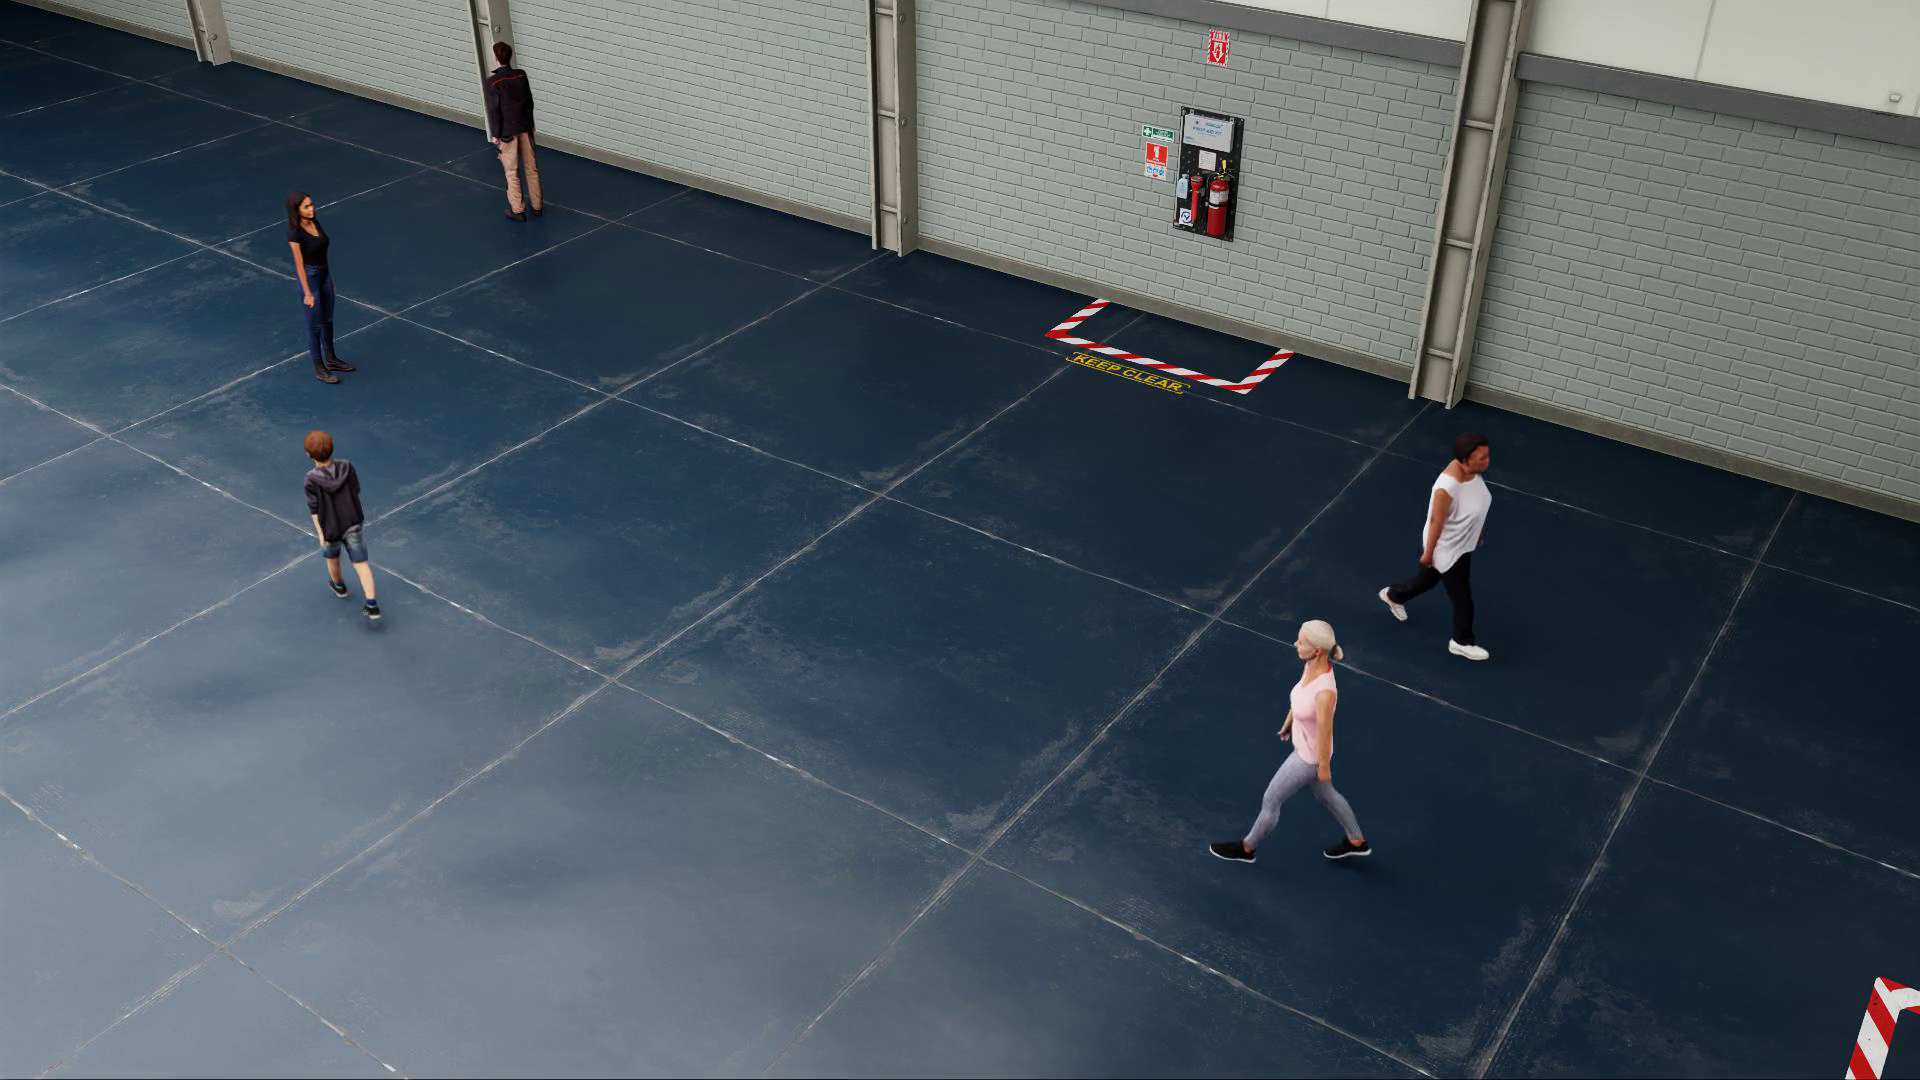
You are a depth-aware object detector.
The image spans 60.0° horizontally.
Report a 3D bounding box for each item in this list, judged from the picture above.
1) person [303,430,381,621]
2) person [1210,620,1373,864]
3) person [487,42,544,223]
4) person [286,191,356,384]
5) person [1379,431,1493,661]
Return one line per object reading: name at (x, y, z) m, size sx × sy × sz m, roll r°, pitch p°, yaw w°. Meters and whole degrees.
person at (-4.279, -0.076, 11.554) m, size 0.747 × 1.412 × 1.047 m, roll -22°, pitch 39°, yaw -31°
person at (2.049, 1.185, 9.304) m, size 1.220 × 1.681 × 0.949 m, roll 4°, pitch 32°, yaw 6°
person at (-4.808, -4.402, 17.930) m, size 0.735 × 1.925 × 0.663 m, roll -28°, pitch 42°, yaw -37°
person at (-5.701, -2.255, 14.703) m, size 0.650 × 1.738 × 0.647 m, roll 7°, pitch 33°, yaw 11°
person at (3.264, -0.013, 11.224) m, size 1.073 × 1.657 × 0.675 m, roll 18°, pitch 37°, yaw 27°
